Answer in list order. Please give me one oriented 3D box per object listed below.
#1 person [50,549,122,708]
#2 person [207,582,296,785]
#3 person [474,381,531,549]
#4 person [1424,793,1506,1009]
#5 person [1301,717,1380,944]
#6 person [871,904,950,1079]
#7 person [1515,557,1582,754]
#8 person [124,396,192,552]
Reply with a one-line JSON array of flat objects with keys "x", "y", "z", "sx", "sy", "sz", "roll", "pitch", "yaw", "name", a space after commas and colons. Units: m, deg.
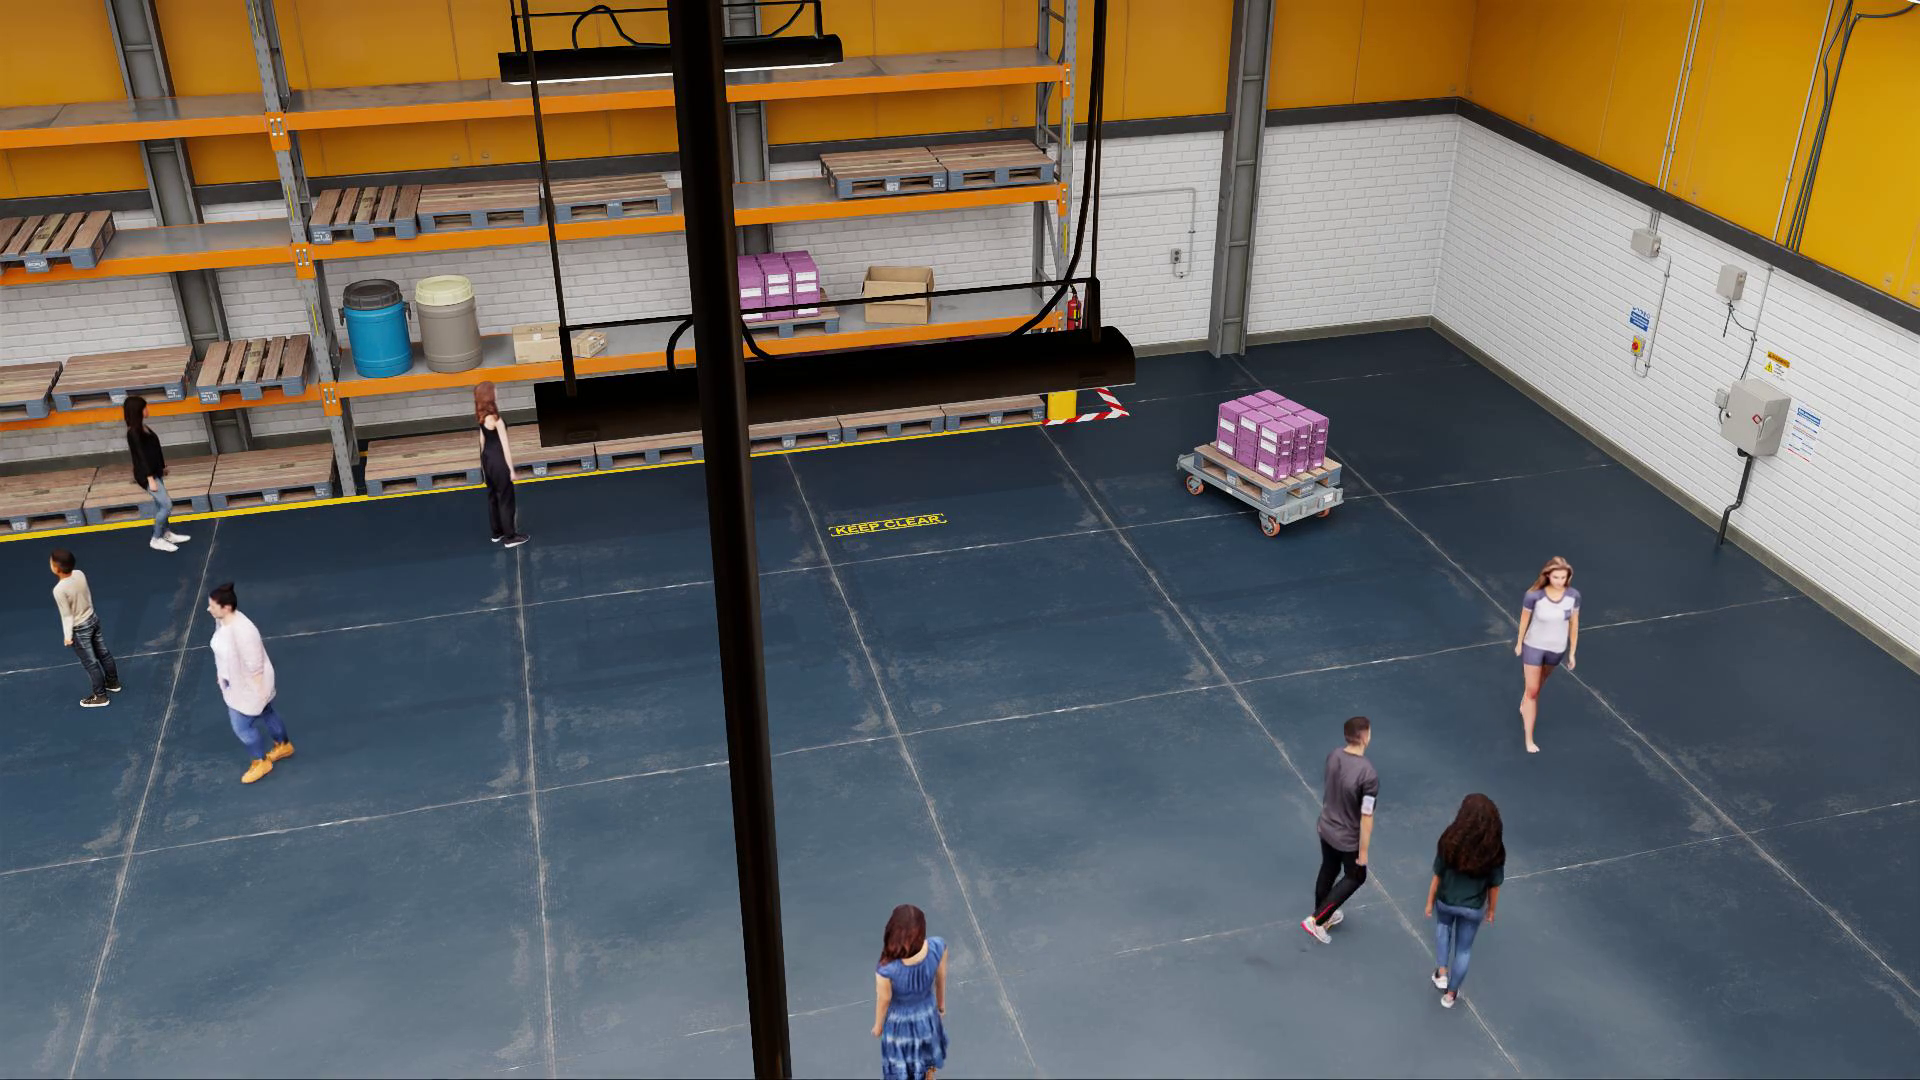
[{"x": -7.454, "y": 0.730, "z": 14.124, "sx": 0.599, "sy": 1.463, "sz": 0.619, "roll": 2, "pitch": 29, "yaw": 4, "name": "person"}, {"x": -5.576, "y": 1.073, "z": 13.222, "sx": 0.837, "sy": 1.725, "sz": 0.806, "roll": -19, "pitch": 34, "yaw": -30, "name": "person"}, {"x": -4.633, "y": -0.766, "z": 16.570, "sx": 0.658, "sy": 1.747, "sz": 0.682, "roll": 23, "pitch": 36, "yaw": 36, "name": "person"}, {"x": 3.264, "y": 2.410, "z": 10.898, "sx": 0.721, "sy": 1.603, "sz": 0.794, "roll": 9, "pitch": 30, "yaw": 16, "name": "person"}, {"x": 2.568, "y": 2.045, "z": 11.425, "sx": 0.852, "sy": 1.738, "sz": 0.769, "roll": -13, "pitch": 31, "yaw": -23, "name": "person"}, {"x": -0.275, "y": 2.891, "z": 9.807, "sx": 0.769, "sy": 1.803, "sz": 0.839, "roll": -19, "pitch": 34, "yaw": -31, "name": "person"}, {"x": 4.784, "y": 0.846, "z": 13.678, "sx": 1.043, "sy": 1.686, "sz": 0.848, "roll": 0, "pitch": 29, "yaw": 1, "name": "person"}, {"x": -8.074, "y": -0.657, "z": 16.480, "sx": 0.624, "sy": 1.642, "sz": 0.621, "roll": -12, "pitch": 31, "yaw": -20, "name": "person"}]
